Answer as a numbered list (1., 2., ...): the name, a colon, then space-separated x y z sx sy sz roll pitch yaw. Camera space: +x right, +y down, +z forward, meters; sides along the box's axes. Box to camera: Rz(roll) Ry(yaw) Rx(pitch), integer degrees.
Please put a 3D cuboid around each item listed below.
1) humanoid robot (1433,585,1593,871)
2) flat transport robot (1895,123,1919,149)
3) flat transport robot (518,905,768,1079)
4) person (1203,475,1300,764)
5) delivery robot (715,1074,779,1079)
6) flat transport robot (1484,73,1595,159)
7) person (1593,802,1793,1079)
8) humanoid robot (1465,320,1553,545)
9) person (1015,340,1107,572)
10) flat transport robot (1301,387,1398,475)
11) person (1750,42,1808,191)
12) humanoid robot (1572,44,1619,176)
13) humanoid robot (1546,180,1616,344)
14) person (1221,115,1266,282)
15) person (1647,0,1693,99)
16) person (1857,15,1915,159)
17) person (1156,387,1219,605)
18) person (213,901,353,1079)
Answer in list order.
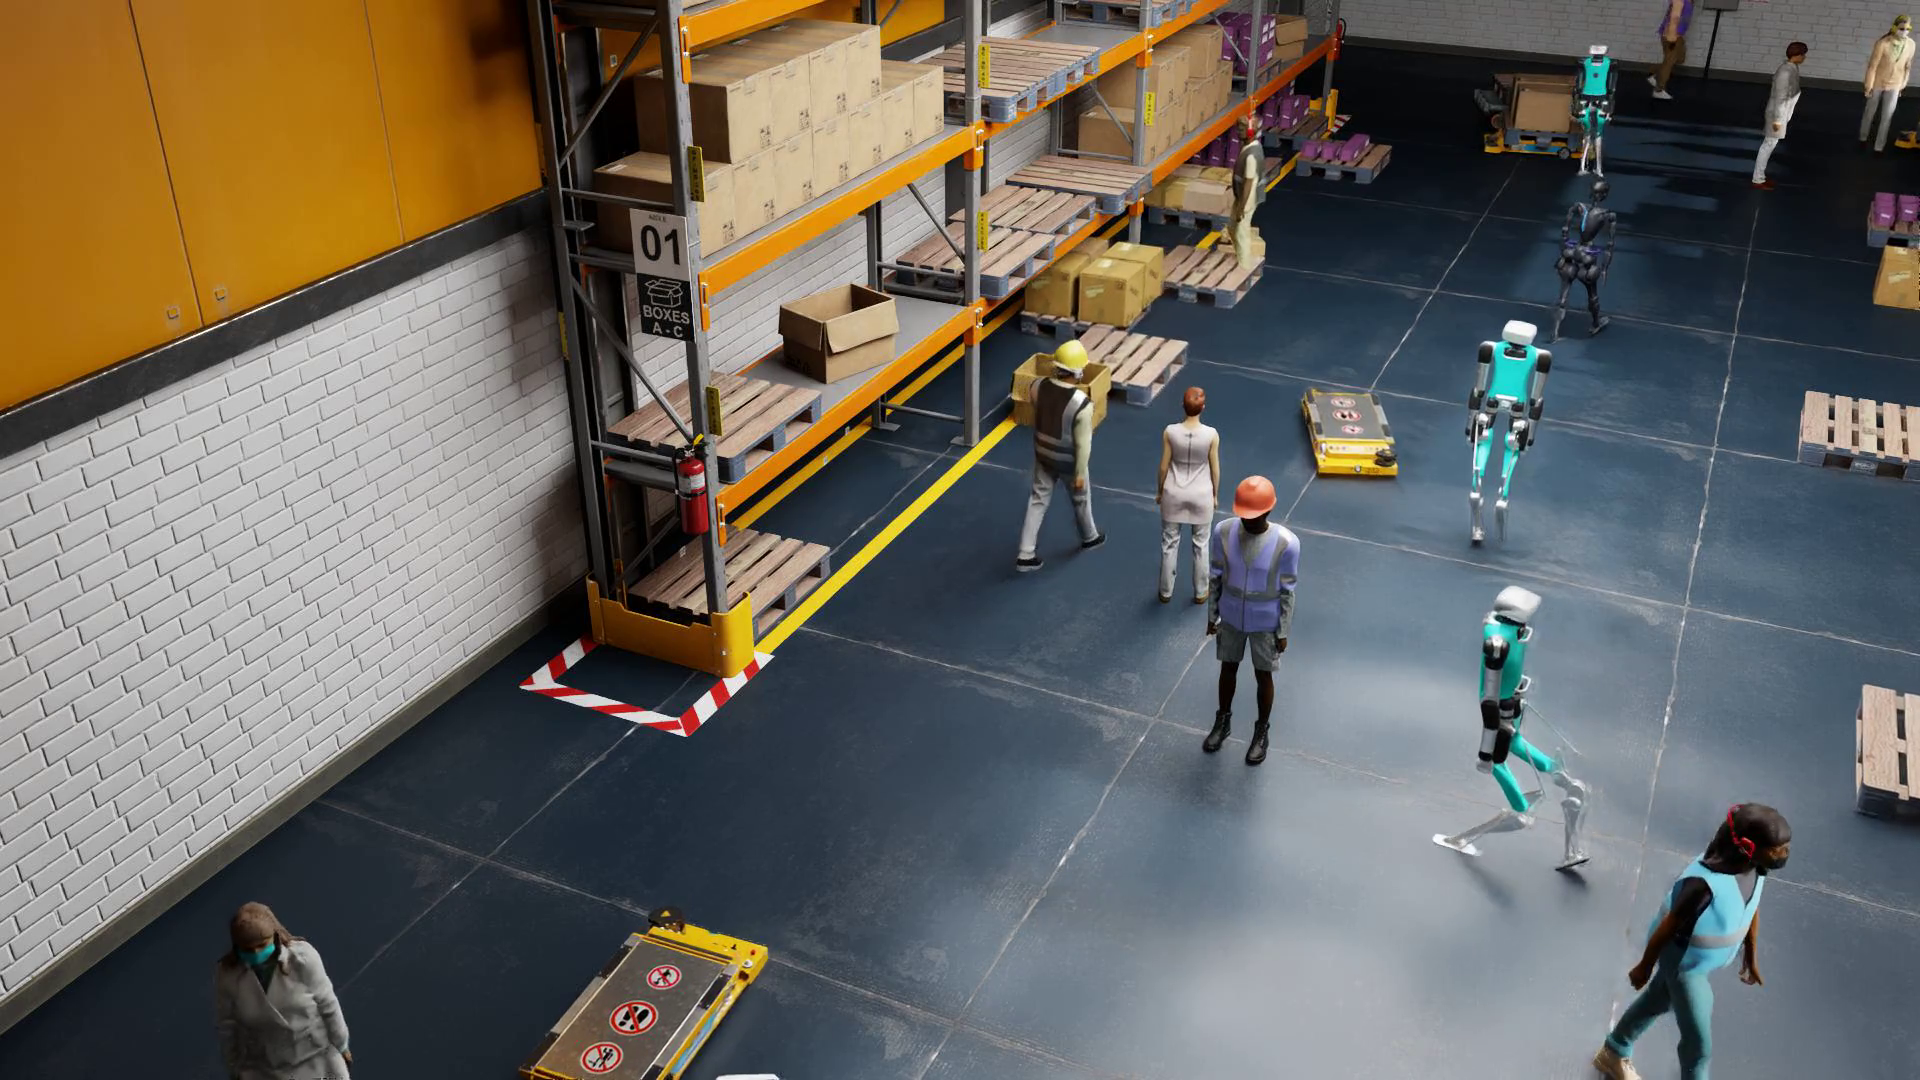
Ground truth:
1. humanoid robot: 3.237 1.121 9.127 0.970 1.767 0.533 14 32 25
2. flat transport robot: 13.686 -5.427 22.791 1.431 0.231 0.659 22 35 35
3. flat transport robot: -1.577 2.401 8.276 0.659 0.231 1.431 11 30 19
4. person: 1.743 0.478 10.100 0.542 1.929 0.386 13 31 23
5. delivery robot: -0.944 2.744 7.329 0.523 0.586 0.757 -1 28 -3
6. flat transport robot: 7.946 -5.442 22.820 1.431 0.231 0.659 7 29 13
7. person: 3.404 1.957 7.462 0.538 1.810 1.011 -19 34 -31
8. humanoid robot: 4.046 -0.705 12.517 0.538 1.834 0.699 11 30 19
9. person: 0.740 -0.633 12.307 0.598 1.786 0.923 22 36 35
10. flat transport robot: 3.380 -0.954 14.497 0.659 0.231 1.431 2 28 4
11. person: 10.369 -5.364 21.033 0.360 1.828 0.515 14 32 25
12. humanoid robot: 8.171 -5.549 21.498 0.600 1.803 0.837 10 30 18
13. humanoid robot: 6.174 -2.781 16.445 0.773 1.626 0.595 -23 36 -36
14. person: 3.071 -3.641 17.825 0.402 1.836 0.601 3 28 5
15. person: 10.849 -7.663 25.211 0.503 1.907 0.600 17 33 29
16. person: 12.513 -6.151 22.490 0.568 1.846 0.807 7 29 13
17. person: 1.613 -0.309 11.831 0.445 1.661 0.288 5 29 9
18. person: -2.890 2.217 7.160 0.512 1.656 0.368 -9 30 -15
